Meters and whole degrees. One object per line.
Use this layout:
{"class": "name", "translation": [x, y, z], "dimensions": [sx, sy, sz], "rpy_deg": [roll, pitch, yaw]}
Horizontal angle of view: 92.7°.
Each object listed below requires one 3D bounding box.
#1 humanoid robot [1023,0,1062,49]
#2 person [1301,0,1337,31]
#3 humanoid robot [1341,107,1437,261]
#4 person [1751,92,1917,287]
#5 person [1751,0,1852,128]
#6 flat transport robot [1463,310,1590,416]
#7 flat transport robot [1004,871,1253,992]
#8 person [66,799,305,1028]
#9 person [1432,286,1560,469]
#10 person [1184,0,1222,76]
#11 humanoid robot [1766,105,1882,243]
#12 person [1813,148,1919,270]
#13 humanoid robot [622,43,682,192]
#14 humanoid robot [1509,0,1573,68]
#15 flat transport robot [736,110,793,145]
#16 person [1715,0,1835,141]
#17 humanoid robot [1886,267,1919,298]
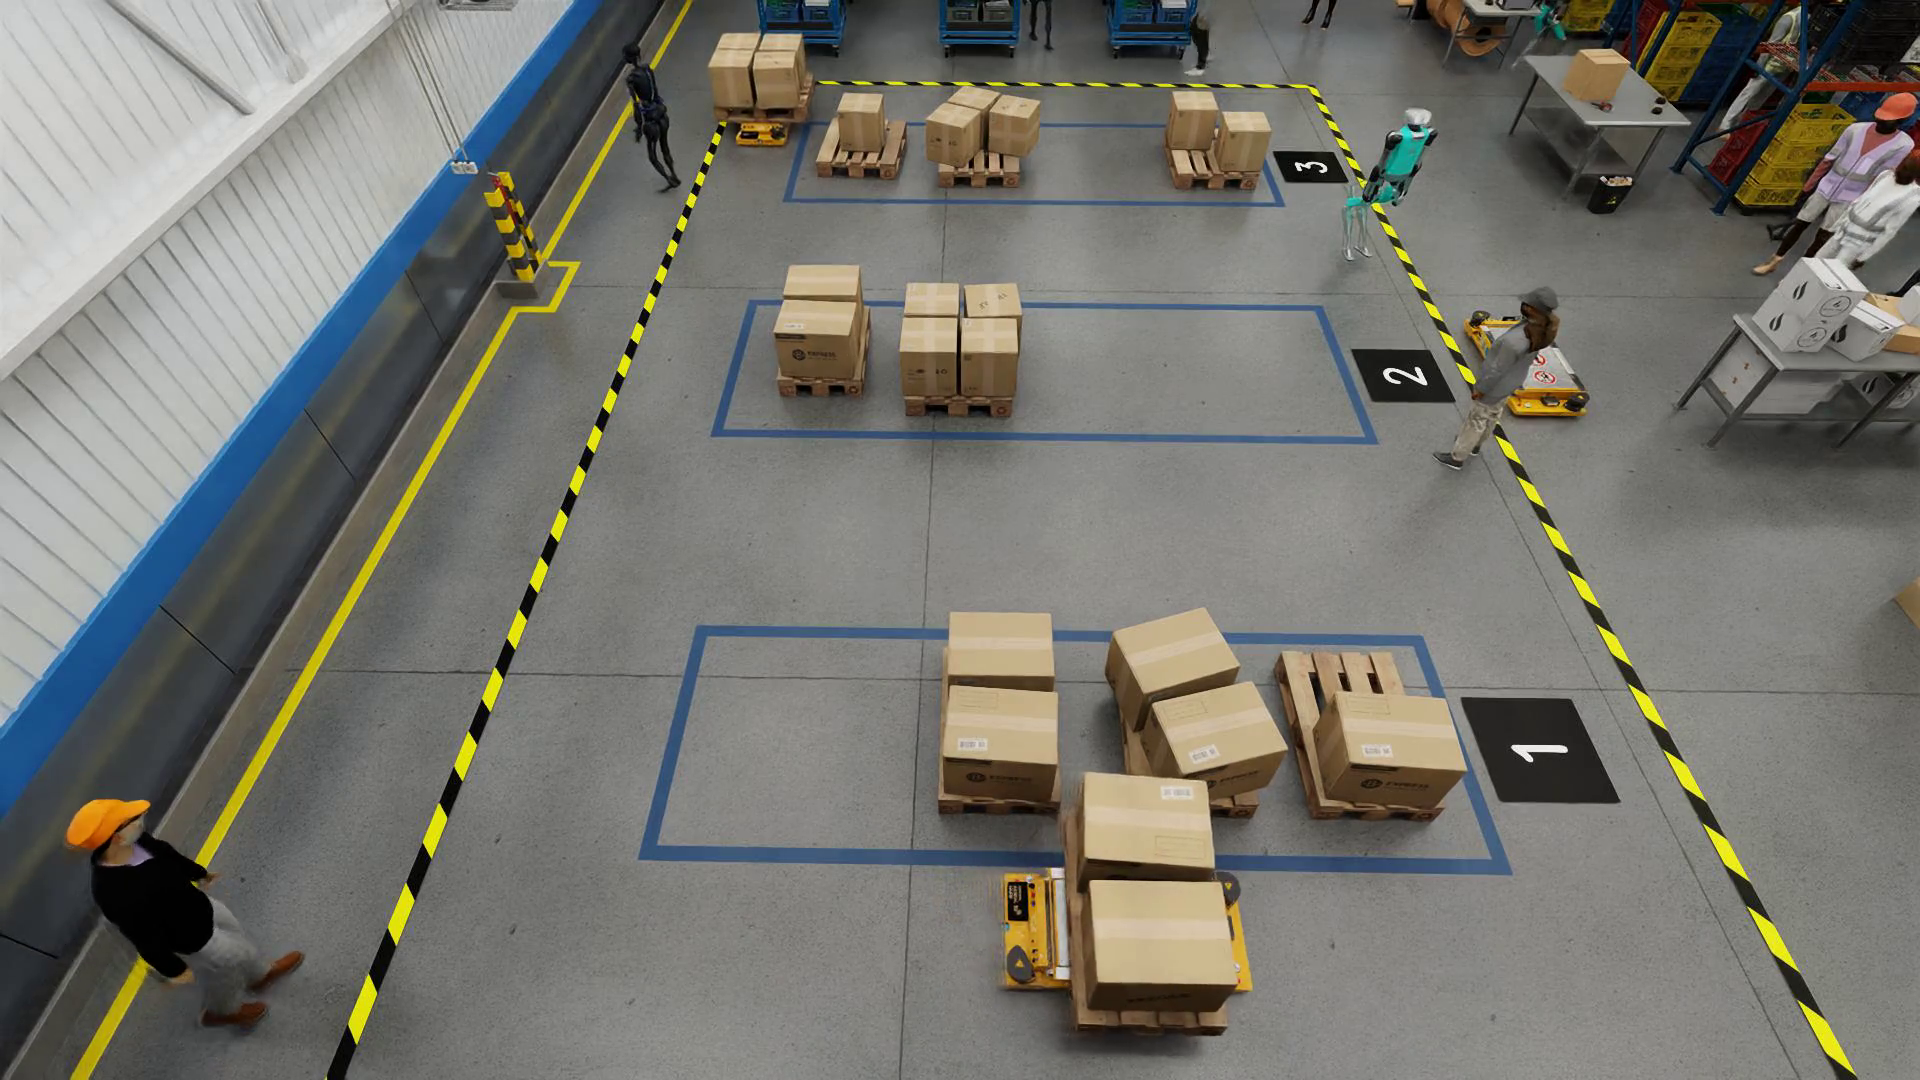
{"class": "humanoid robot", "translation": [1.251, -8.344, 13.853], "dimensions": [0.602, 1.618, 0.783], "rpy_deg": [-8, 50, -7]}
{"class": "person", "translation": [5.838, -9.024, 14.225], "dimensions": [0.601, 1.961, 0.371], "rpy_deg": [30, 55, 23]}
{"class": "humanoid robot", "translation": [4.471, -3.848, 9.806], "dimensions": [0.533, 1.674, 0.735], "rpy_deg": [-11, 50, -9]}
{"class": "person", "translation": [9.052, -3.579, 9.472], "dimensions": [0.410, 2.030, 0.608], "rpy_deg": [-23, 53, -19]}
{"class": "person", "translation": [10.898, -6.065, 11.748], "dimensions": [0.404, 1.831, 0.599], "rpy_deg": [20, 52, 16]}
{"class": "flat transport robot", "translation": [5.573, -1.757, 9.054], "dimensions": [0.659, 0.231, 1.431], "rpy_deg": [1, 49, 1]}
{"class": "flat transport robot", "translation": [0.989, 2.329, 5.499], "dimensions": [1.431, 0.197, 0.652], "rpy_deg": [1, 49, 1]}
{"class": "person", "translation": [-4.058, 1.972, 4.788], "dimensions": [0.630, 1.839, 0.633], "rpy_deg": [-31, 56, -24]}
{"class": "person", "translation": [4.535, -1.335, 7.696], "dimensions": [0.574, 1.768, 0.401], "rpy_deg": [-30, 55, -23]}
{"class": "person", "translation": [3.493, -7.579, 13.057], "dimensions": [0.425, 1.837, 0.592], "rpy_deg": [4, 49, 3]}
{"class": "humanoid robot", "translation": [9.520, -4.040, 10.103], "dimensions": [0.506, 1.642, 0.611], "rpy_deg": [8, 50, 7]}
{"class": "person", "translation": [8.760, -2.942, 9.013], "dimensions": [0.363, 1.882, 0.586], "rpy_deg": [4, 49, 3]}
{"class": "humanoid robot", "translation": [-3.676, -5.036, 10.958], "dimensions": [0.378, 1.640, 0.599], "rpy_deg": [10, 50, 8]}
{"class": "humanoid robot", "translation": [8.643, -7.678, 13.247], "dimensions": [0.792, 1.807, 0.533], "rpy_deg": [-20, 52, -17]}
{"class": "flat transport robot", "translation": [-2.636, -5.847, 12.576], "dimensions": [0.652, 0.197, 1.431], "rpy_deg": [1, 49, 1]}
{"class": "person", "translation": [10.502, -6.086, 11.765], "dimensions": [0.633, 1.834, 0.429], "rpy_deg": [-9, 50, -7]}
{"class": "humanoid robot", "translation": [10.146, -3.091, 9.267], "dimensions": [0.599, 1.657, 0.315], "rpy_deg": [-31, 56, -24]}
